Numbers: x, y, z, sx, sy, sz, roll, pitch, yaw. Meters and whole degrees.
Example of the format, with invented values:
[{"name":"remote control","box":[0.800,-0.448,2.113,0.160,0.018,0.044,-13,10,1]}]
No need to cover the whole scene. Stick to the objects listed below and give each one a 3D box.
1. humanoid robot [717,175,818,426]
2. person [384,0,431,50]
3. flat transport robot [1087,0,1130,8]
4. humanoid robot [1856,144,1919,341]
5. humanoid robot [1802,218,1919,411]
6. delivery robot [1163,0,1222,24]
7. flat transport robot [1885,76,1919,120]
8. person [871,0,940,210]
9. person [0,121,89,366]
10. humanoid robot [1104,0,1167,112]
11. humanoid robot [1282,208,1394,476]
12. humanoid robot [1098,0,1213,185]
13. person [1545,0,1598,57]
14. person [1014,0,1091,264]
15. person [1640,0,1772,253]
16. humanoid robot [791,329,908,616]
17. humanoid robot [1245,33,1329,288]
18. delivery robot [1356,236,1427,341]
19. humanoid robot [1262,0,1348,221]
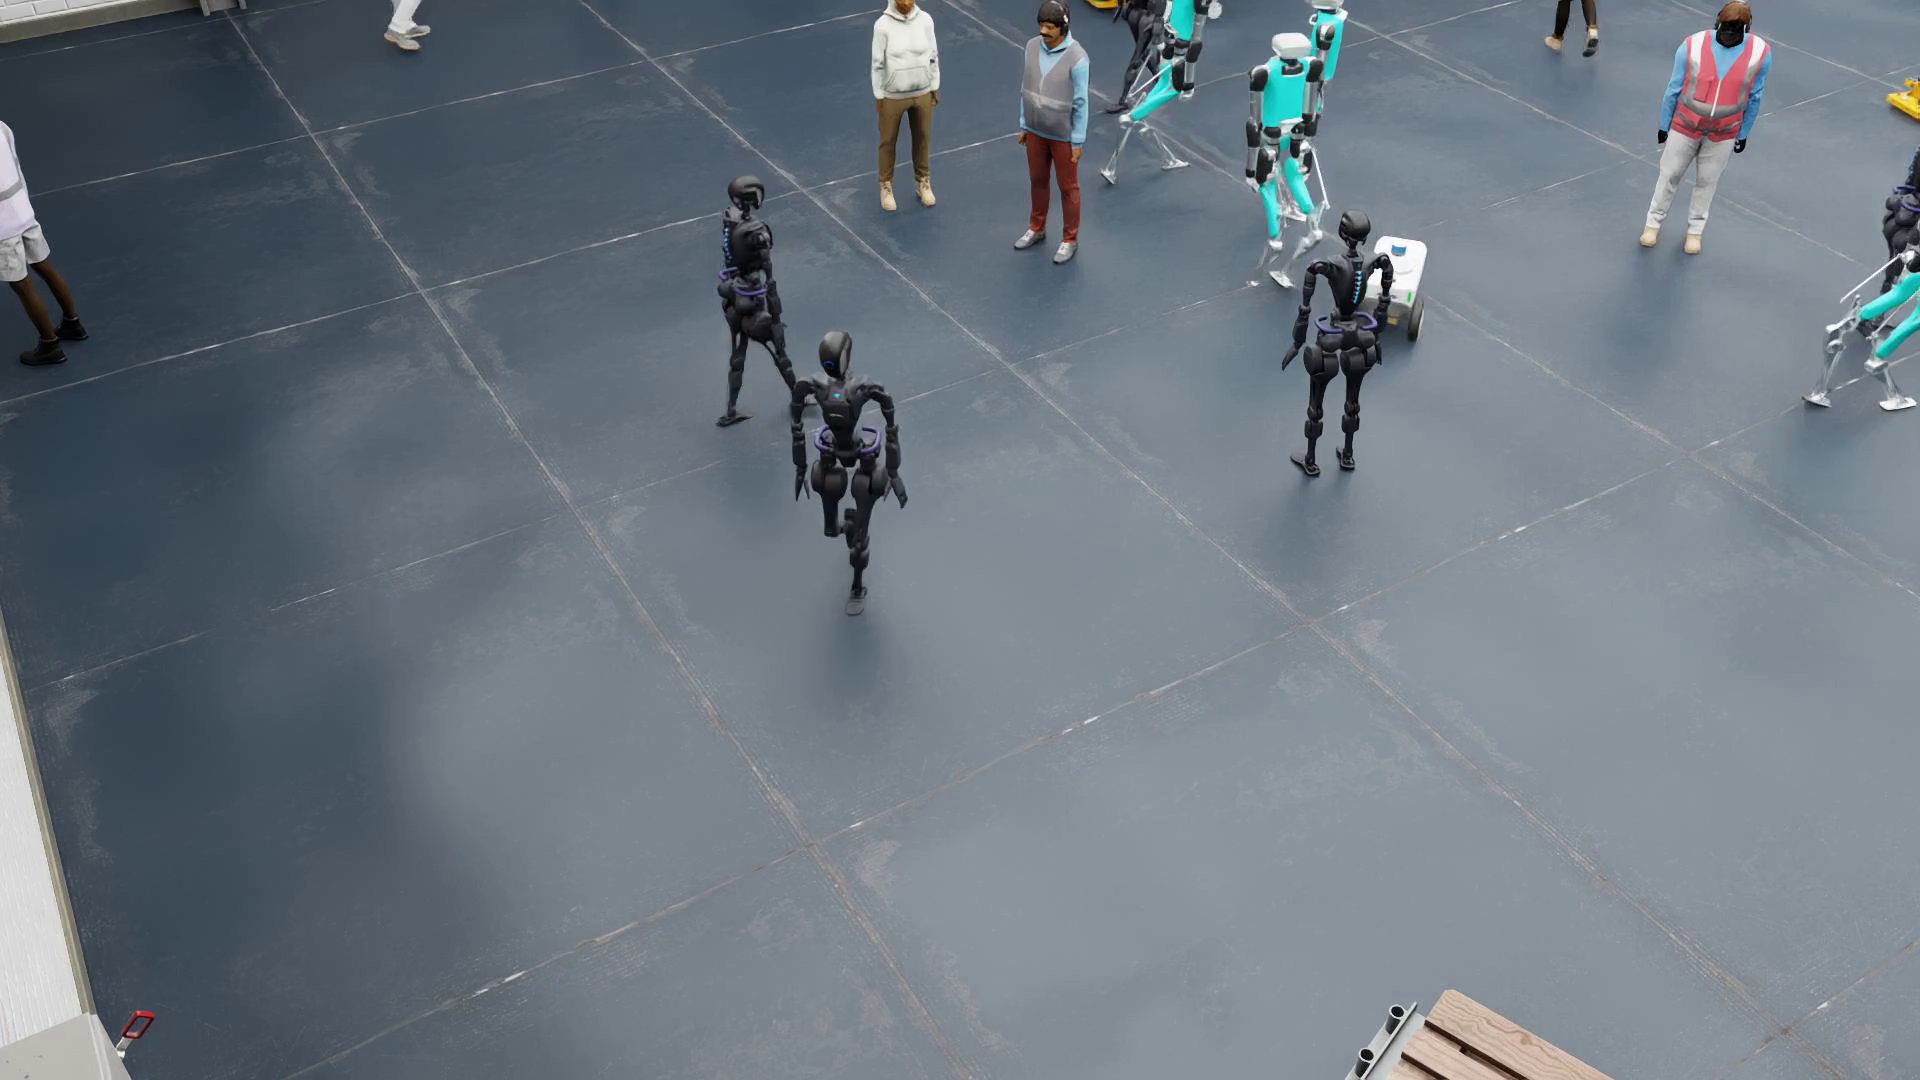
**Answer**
[{"name":"humanoid robot","box":[-1.213,-1.461,10.019,0.691,1.636,0.598,-24,44,-27]},{"name":"person","box":[-5.010,-5.240,14.614,0.444,1.867,0.650,-20,43,-23]},{"name":"flat transport robot","box":[1.827,-5.450,16.169,1.431,0.231,0.659,-15,41,-18]},{"name":"humanoid robot","box":[6.179,-2.066,10.766,0.467,1.648,0.593,5,39,6]},{"name":"humanoid robot","box":[5.619,-1.509,10.030,0.902,1.770,0.530,-7,39,-8]},{"name":"delivery robot","box":[2.066,-5.161,15.586,0.814,0.610,0.499,-8,39,-10]},{"name":"flat transport robot","box":[8.622,-3.706,13.968,1.431,0.231,0.659,-9,39,-11]},{"name":"person","box":[-0.406,-3.294,12.253,0.508,1.759,0.376,-11,40,-14]},{"name":"person","box":[-6.061,-2.015,10.505,0.397,1.928,0.540,4,39,5]},{"name":"humanoid robot","box":[1.506,-4.398,13.748,0.806,1.621,0.601,-24,44,-27]},{"name":"humanoid robot","box":[2.175,-1.133,9.575,0.599,1.659,0.315,-6,39,-8]},{"name":"humanoid robot","box":[1.386,-3.516,12.568,0.955,1.772,0.562,-10,39,-12]},{"name":"person","box":[5.463,-5.032,14.494,0.542,1.682,0.552,-5,39,-6]},{"name":"person","box":[0.663,-2.862,11.616,0.542,1.872,0.412,25,45,28]},{"name":"person","box":[5.230,-2.894,11.690,0.629,1.836,0.431,12,40,15]},{"name":"humanoid robot","box":[-0.563,-0.424,8.715,0.615,1.635,0.647,5,39,6]},{"name":"humanoid robot","box":[2.245,-2.451,11.208,0.530,1.799,0.710,-15,41,-18]},{"name":"delivery robot","box":[2.923,-1.734,11.247,0.499,0.592,0.774,13,40,15]},{"name":"humanoid robot","box":[2.402,-3.150,12.089,0.618,1.804,0.530,11,40,13]}]
